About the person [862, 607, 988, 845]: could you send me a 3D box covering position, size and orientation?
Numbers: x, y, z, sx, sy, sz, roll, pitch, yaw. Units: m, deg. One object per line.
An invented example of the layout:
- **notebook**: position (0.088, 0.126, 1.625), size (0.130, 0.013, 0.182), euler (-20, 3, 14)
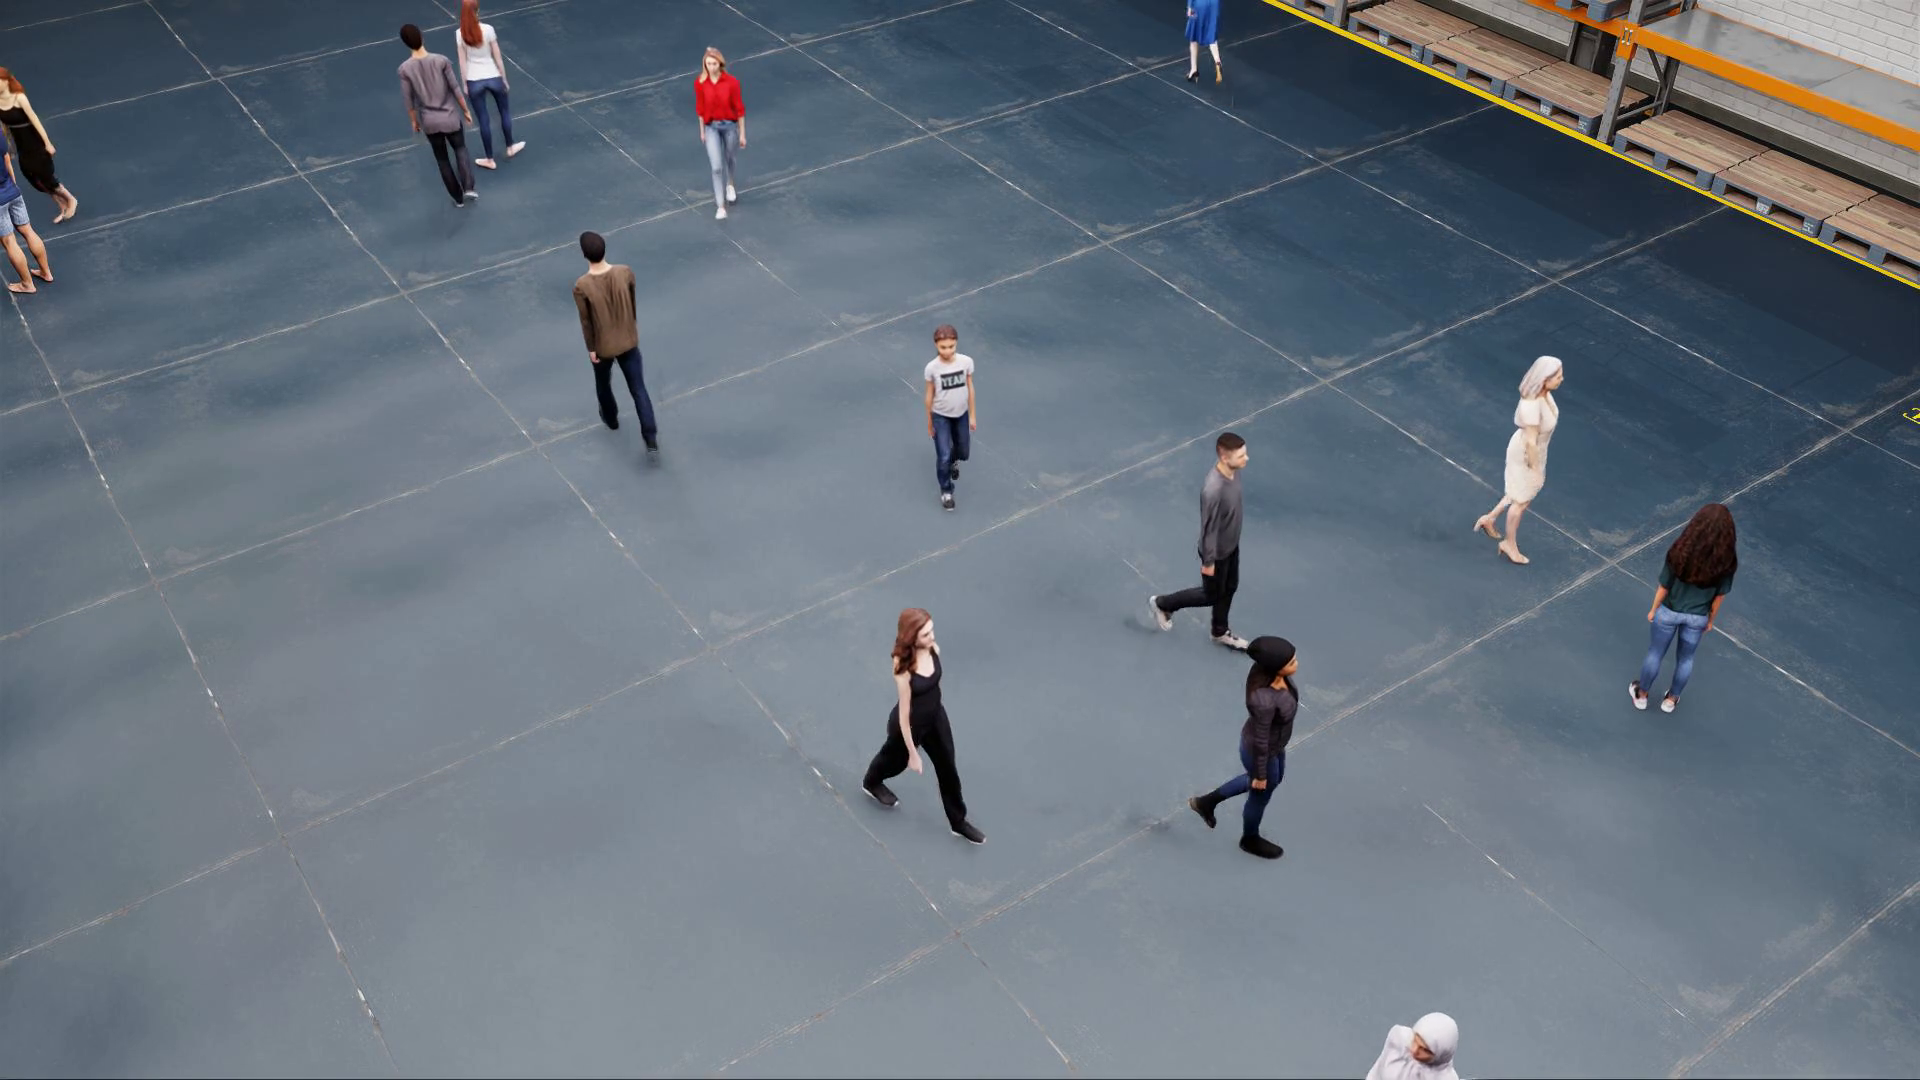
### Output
- **person**: position (-0.343, 1.066, 9.901), size (1.210, 1.699, 0.868), euler (23, 44, 26)

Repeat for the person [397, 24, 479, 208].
- **person**: position (-5.086, -4.075, 16.240), size (0.854, 1.822, 0.830), euler (-8, 39, -10)

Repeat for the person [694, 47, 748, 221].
- **person**: position (-2.326, -4.038, 16.324), size (0.987, 1.659, 1.184), euler (-4, 39, -4)

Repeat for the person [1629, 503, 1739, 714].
- **person**: position (4.672, 0.450, 10.739), size (0.703, 1.615, 0.774), euler (10, 40, 13)

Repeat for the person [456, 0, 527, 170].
- **person**: position (-4.883, -4.669, 17.064), size (0.806, 1.721, 0.804), euler (-15, 41, -18)

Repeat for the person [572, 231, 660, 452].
- **person**: position (-2.666, -1.513, 13.006), size (0.757, 1.854, 1.187), euler (-18, 42, -21)

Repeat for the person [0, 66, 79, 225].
- **person**: position (-8.959, -3.874, 16.162), size (0.715, 1.605, 0.789), euler (9, 40, 11)

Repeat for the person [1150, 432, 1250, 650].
- **person**: position (1.663, 0.006, 11.191), size (1.056, 1.744, 0.917), euler (14, 41, 17)

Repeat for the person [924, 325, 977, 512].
- **person**: position (-0.095, -0.984, 12.589), size (0.688, 1.547, 0.822), euler (-9, 39, -11)

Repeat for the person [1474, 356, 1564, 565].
- **person**: position (3.984, -0.572, 11.928), size (0.811, 1.729, 0.755), euler (14, 41, 17)

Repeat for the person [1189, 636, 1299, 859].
- **person**: position (1.676, 1.204, 9.698), size (0.972, 1.737, 0.890), euler (11, 40, 13)

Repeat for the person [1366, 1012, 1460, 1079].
- **person**: position (2.130, 2.737, 7.777), size (0.876, 1.738, 1.133), euler (-13, 40, -16)

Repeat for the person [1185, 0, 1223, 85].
- **person**: position (2.775, -5.894, 18.522), size (0.754, 1.816, 0.967), euler (-13, 41, -16)

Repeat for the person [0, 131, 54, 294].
- **person**: position (-8.670, -3.118, 15.015), size (0.732, 1.855, 0.710), euler (14, 41, 17)
